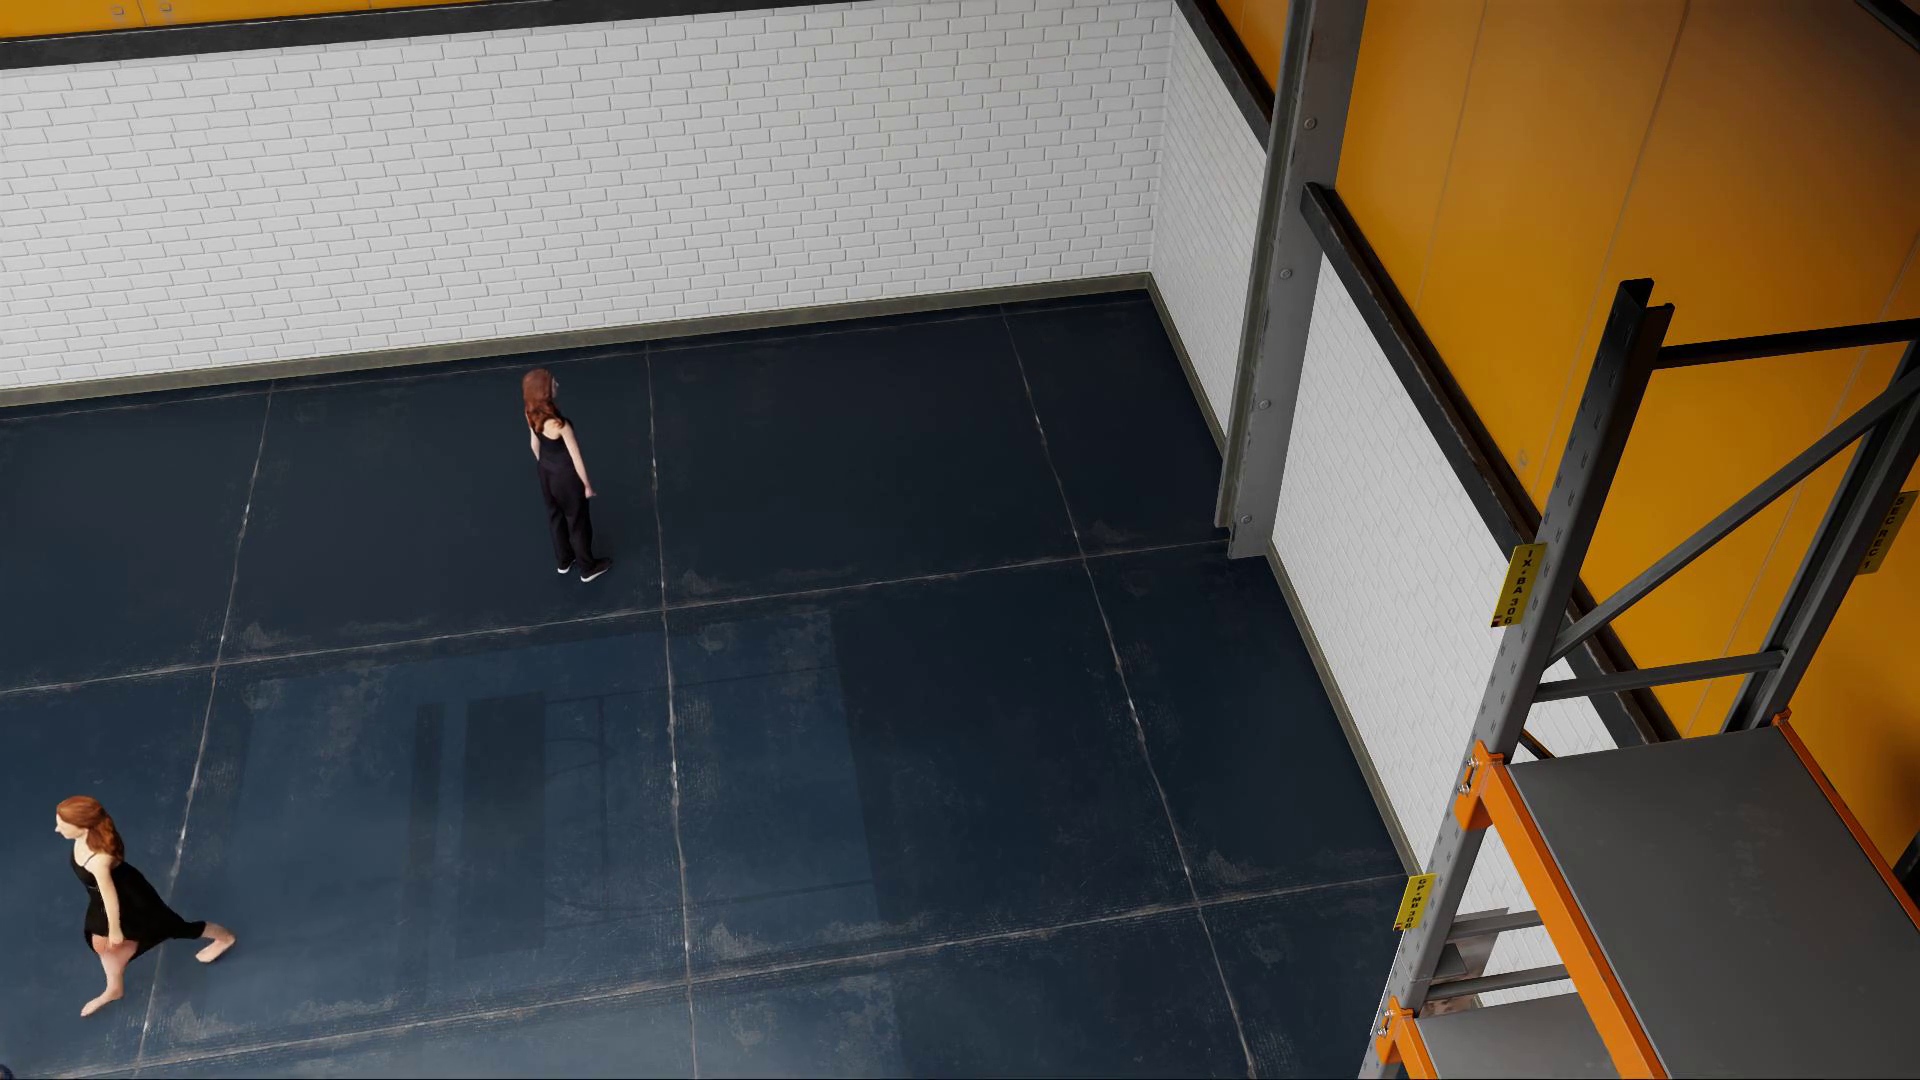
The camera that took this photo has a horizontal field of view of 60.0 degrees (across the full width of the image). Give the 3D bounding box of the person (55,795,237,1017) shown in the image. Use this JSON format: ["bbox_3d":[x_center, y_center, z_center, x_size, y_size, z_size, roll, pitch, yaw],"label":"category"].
[{"bbox_3d":[-4.406,1.902,8.976,0.987,1.573,1.103,-28,50,-26],"label":"person"}]

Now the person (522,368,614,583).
[{"bbox_3d":[-2.728,-0.432,11.302,0.661,1.743,0.713,23,48,22],"label":"person"}]
